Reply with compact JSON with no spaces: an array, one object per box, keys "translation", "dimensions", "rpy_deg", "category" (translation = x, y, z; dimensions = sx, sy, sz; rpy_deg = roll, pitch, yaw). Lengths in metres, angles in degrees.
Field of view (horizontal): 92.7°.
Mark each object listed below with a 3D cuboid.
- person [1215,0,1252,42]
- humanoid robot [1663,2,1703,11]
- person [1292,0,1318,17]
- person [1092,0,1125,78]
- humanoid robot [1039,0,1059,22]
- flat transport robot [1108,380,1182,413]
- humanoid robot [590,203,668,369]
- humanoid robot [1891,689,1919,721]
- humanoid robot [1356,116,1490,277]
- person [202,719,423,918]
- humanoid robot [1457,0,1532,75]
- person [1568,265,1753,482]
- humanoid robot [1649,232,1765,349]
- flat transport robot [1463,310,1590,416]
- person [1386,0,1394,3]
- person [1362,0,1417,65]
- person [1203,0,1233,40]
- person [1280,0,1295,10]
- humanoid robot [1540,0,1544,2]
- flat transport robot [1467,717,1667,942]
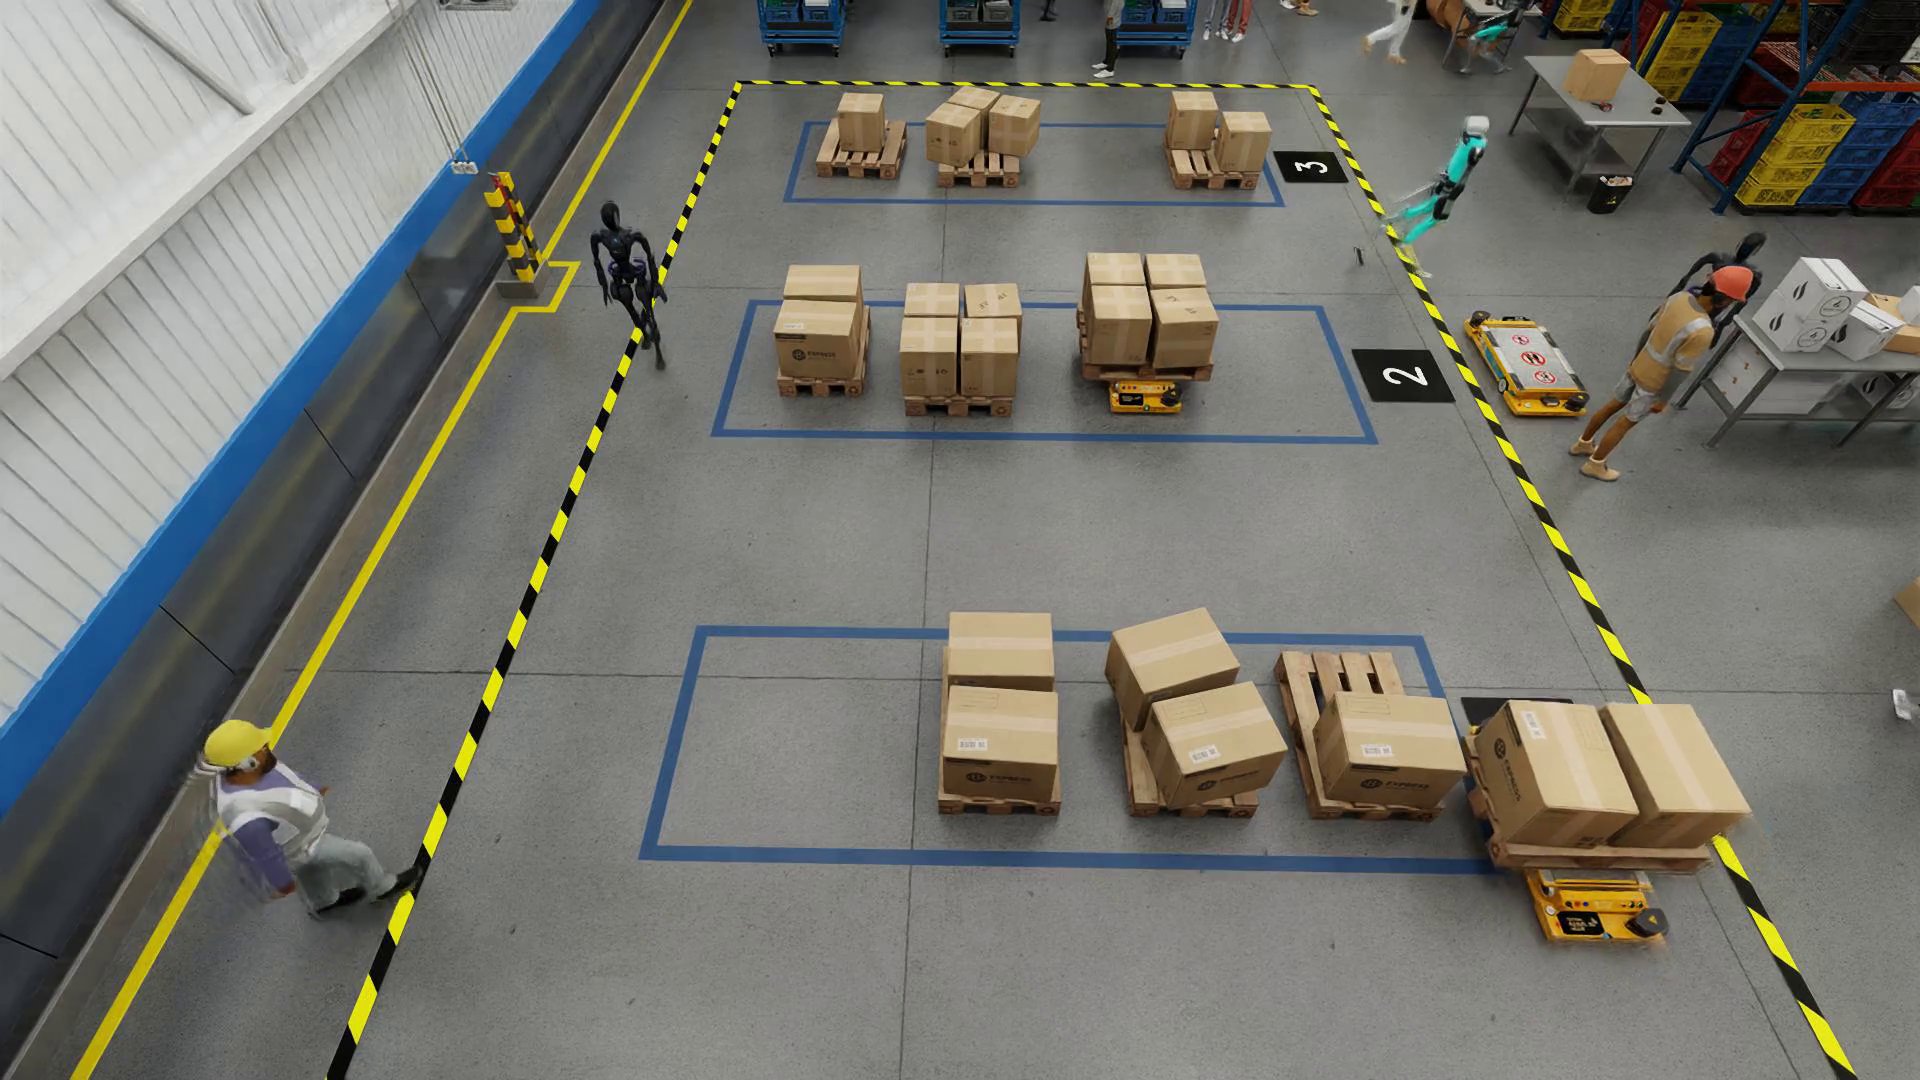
[{"translation":[4.363,-8.664,13.943],"dimensions":[0.371,1.915,0.596],"rpy_deg":[-30,56,-23],"category":"person"},{"translation":[10.486,-7.772,13.324],"dimensions":[0.364,1.649,0.602],"rpy_deg":[-8,50,-6],"category":"humanoid robot"},{"translation":[5.831,-9.501,14.602],"dimensions":[0.450,2.029,0.616],"rpy_deg":[-5,49,-4],"category":"person"},{"translation":[2.148,-7.603,13.068],"dimensions":[0.379,1.852,0.589],"rpy_deg":[3,49,2],"category":"person"},{"translation":[1.491,-9.135,14.505],"dimensions":[0.370,1.648,0.589],"rpy_deg":[0,49,0],"category":"humanoid robot"},{"translation":[1.773,-1.807,9.079],"dimensions":[0.652,0.197,1.431],"rpy_deg":[1,49,1],"category":"flat transport robot"},{"translation":[-3.127,-2.405,8.702],"dimensions":[0.597,1.626,0.750],"rpy_deg":[-7,49,-6],"category":"humanoid robot"},{"translation":[6.618,0.979,5.741],"dimensions":[0.541,1.748,1.043],"rpy_deg":[14,51,12],"category":"humanoid robot"},{"translation":[4.791,-3.606,9.696],"dimensions":[0.944,1.765,0.547],"rpy_deg":[9,50,8],"category":"humanoid robot"},{"translation":[-3.700,1.614,5.129],"dimensions":[0.728,1.786,0.610],"rpy_deg":[-30,56,-24],"category":"person"},{"translation":[7.650,-7.458,13.041],"dimensions":[1.042,1.749,0.558],"rpy_deg":[1,49,1],"category":"humanoid robot"},{"translation":[5.730,-1.353,7.541],"dimensions":[0.404,2.030,0.609],"rpy_deg":[5,49,4],"category":"person"},{"translation":[6.758,-2.091,8.410],"dimensions":[0.588,1.641,0.406],"rpy_deg":[37,58,27],"category":"humanoid robot"},{"translation":[5.573,-1.757,9.054],"dimensions":[0.659,0.231,1.431],"rpy_deg":[1,49,1],"category":"flat transport robot"},{"translation":[7.473,-9.837,14.990],"dimensions":[0.315,1.869,0.521],"rpy_deg":[26,54,21],"category":"person"},{"translation":[6.441,-7.916,13.359],"dimensions":[0.653,1.814,0.639],"rpy_deg":[25,54,20],"category":"person"},{"translation":[4.085,-8.599,14.002],"dimensions":[0.485,1.741,0.301],"rpy_deg":[-2,49,-2],"category":"person"},{"translation":[5.607,-9.699,14.869],"dimensions":[0.515,1.871,0.327],"rpy_deg":[-36,58,-27],"category":"person"},{"translation":[10.176,-9.665,15.010],"dimensions":[0.788,1.638,0.587],"rpy_deg":[1,49,0],"category":"humanoid robot"},{"translation":[3.891,1.827,5.934],"dimensions":[0.652,0.197,1.431],"rpy_deg":[1,49,1],"category":"flat transport robot"}]
